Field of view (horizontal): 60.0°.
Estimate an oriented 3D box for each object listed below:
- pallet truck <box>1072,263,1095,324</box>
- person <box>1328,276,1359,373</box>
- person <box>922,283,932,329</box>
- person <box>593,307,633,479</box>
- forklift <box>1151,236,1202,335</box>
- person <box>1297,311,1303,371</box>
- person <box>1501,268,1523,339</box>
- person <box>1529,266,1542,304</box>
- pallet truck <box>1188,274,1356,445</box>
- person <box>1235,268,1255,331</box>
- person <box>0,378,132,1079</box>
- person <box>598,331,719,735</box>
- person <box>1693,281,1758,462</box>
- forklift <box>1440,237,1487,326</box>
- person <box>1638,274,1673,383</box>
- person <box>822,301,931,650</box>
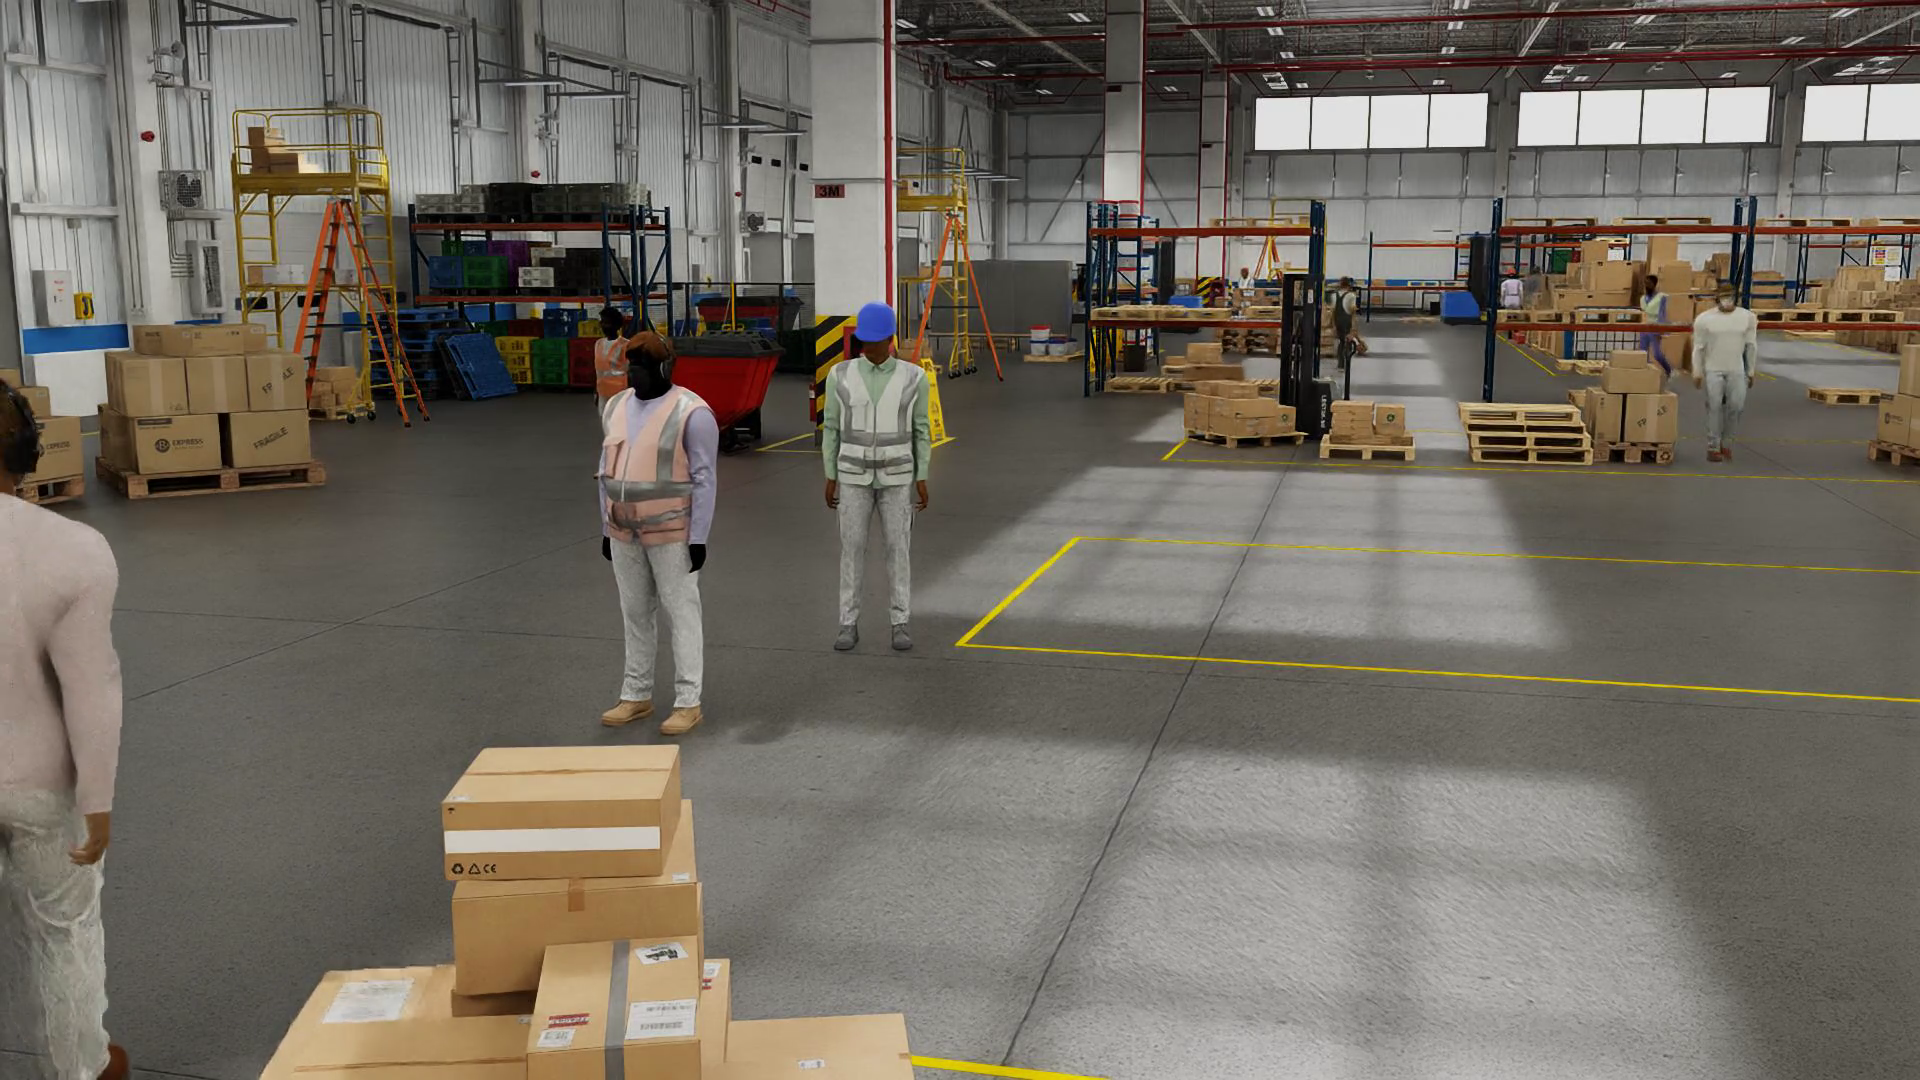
[{"bbox_3d":[4.325,-8.180,55.162,0.823,1.965,1.885,6,11,31],"label":"pallet truck"},{"bbox_3d":[7.288,-4.076,31.532,0.523,1.814,0.606,-8,13,-40],"label":"person"},{"bbox_3d":[-0.889,-7.349,50.482,0.544,1.929,0.386,-6,11,-32],"label":"person"},{"bbox_3d":[-3.377,-1.417,16.224,0.540,1.696,0.315,7,12,34],"label":"person"},{"bbox_3d":[5.870,-7.214,46.880,1.873,2.768,1.129,2,10,14],"label":"forklift"},{"bbox_3d":[6.680,-4.094,31.887,0.485,1.737,0.323,-3,10,-16],"label":"person"},{"bbox_3d":[14.801,-6.348,44.676,0.549,1.896,0.682,1,10,8],"label":"person"},{"bbox_3d":[17.653,-7.466,51.199,0.594,1.919,0.662,0,10,3],"label":"person"},{"bbox_3d":[3.653,-2.138,19.590,1.885,1.965,0.823,-4,10,-20],"label":"pallet truck"},{"bbox_3d":[8.386,-7.069,48.952,0.584,1.882,0.337,9,13,44],"label":"person"},{"bbox_3d":[-2.274,0.575,3.875,0.631,1.914,0.883,-1,10,-7],"label":"person"},{"bbox_3d":[-1.412,-0.033,7.648,0.626,1.845,0.429,5,11,27],"label":"person"},{"bbox_3d":[8.107,-1.770,17.632,0.638,1.919,0.551,2,10,14],"label":"person"},{"bbox_3d":[16.202,-8.148,52.378,1.873,2.768,1.129,1,10,8],"label":"forklift"},{"bbox_3d":[11.823,-3.572,28.330,0.723,1.899,0.611,-4,10,-23],"label":"person"},{"bbox_3d":[-0.463,-0.347,9.221,0.604,1.937,0.403,0,10,-1],"label":"person"}]
